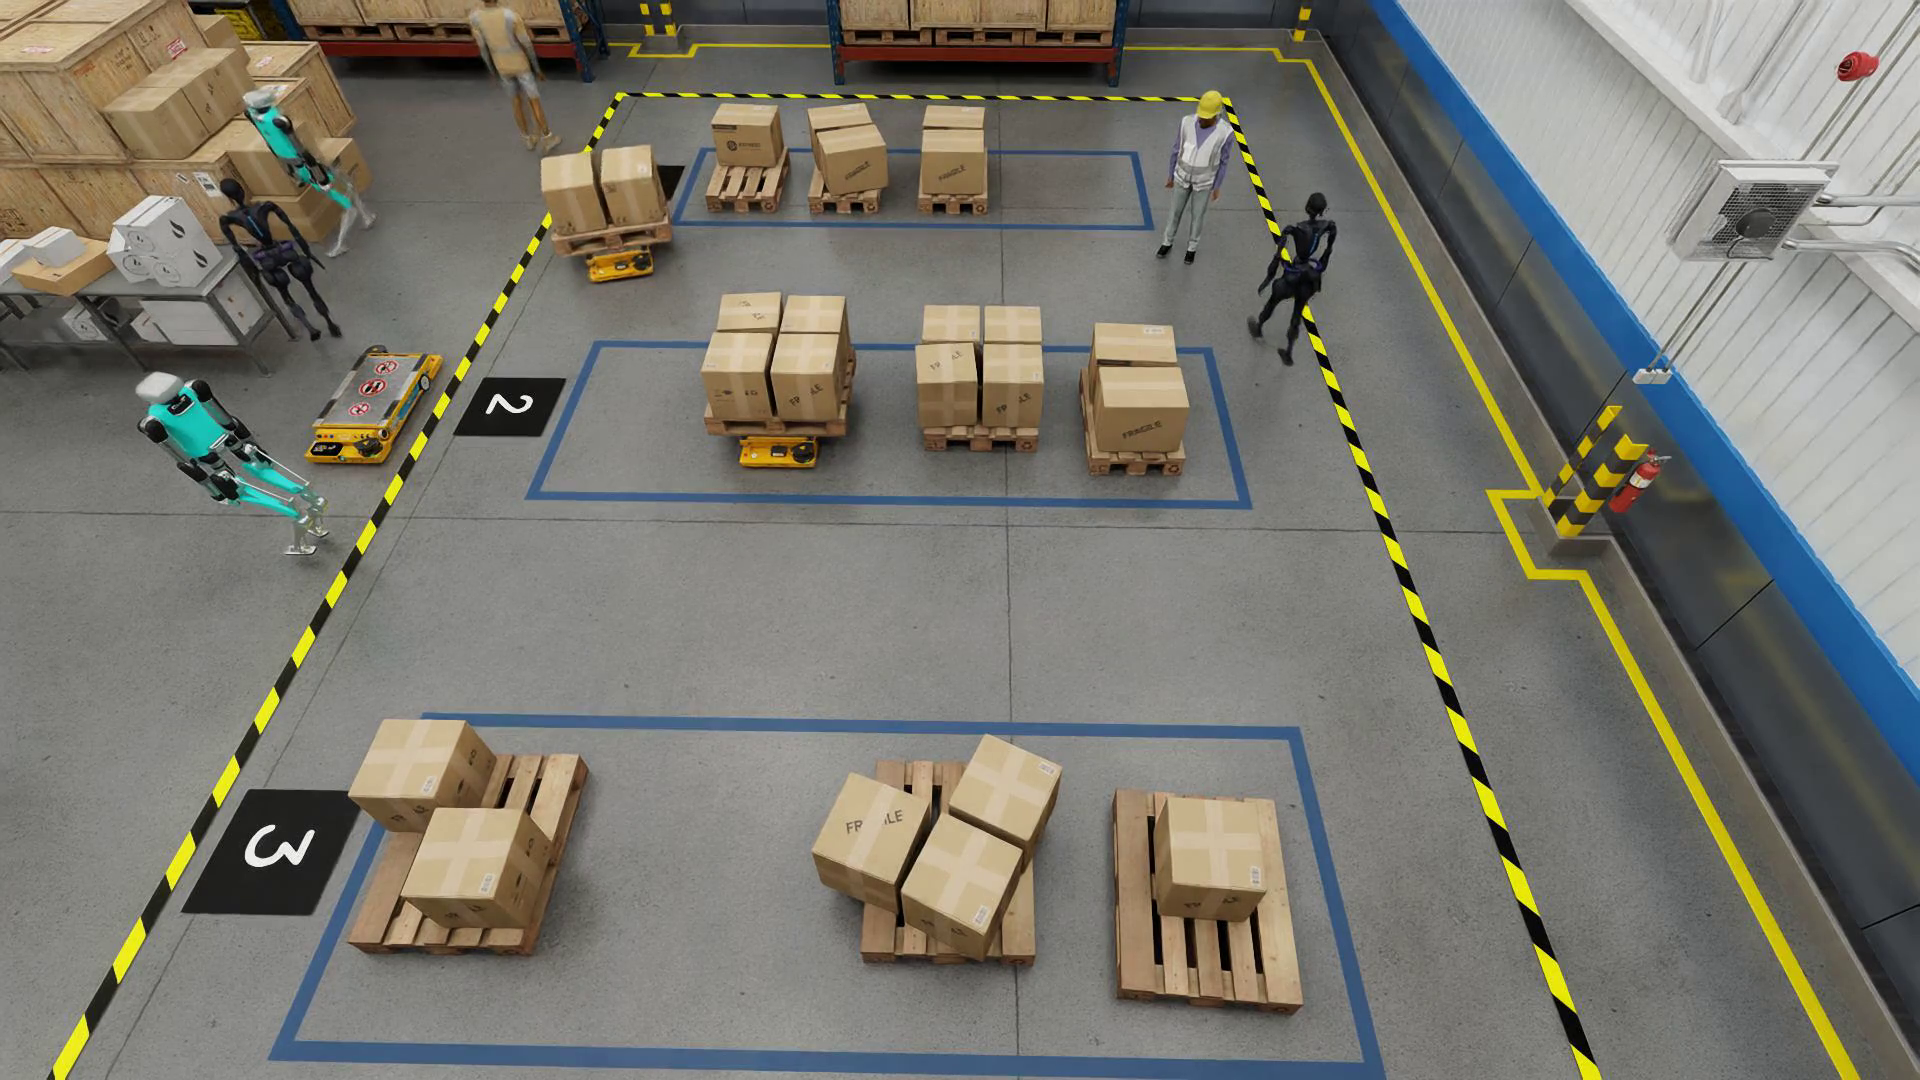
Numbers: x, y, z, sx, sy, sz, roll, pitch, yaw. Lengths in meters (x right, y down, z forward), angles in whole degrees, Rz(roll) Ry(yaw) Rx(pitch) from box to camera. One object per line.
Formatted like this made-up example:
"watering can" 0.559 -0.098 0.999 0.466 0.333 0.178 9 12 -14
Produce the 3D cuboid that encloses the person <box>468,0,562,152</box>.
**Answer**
"person" -5.397 -5.753 11.074 0.613 2.040 0.389 -2 50 -2

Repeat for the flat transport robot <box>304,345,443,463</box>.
"flat transport robot" -5.383 -1.269 8.441 0.659 0.231 1.431 1 50 1

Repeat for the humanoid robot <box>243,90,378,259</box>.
"humanoid robot" -6.818 -4.011 9.835 0.530 1.777 0.977 18 52 15

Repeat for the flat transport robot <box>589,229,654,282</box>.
"flat transport robot" -3.831 -3.392 10.219 0.652 0.197 1.431 -13 51 -11

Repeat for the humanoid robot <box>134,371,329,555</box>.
"humanoid robot" -5.176 -0.497 6.735 0.735 1.681 0.533 10 50 8

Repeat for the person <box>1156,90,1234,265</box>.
"person" 2.435 -3.748 9.520 0.587 1.822 0.403 20 53 16

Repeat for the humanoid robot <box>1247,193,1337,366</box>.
"humanoid robot" 3.118 -2.480 8.556 0.591 1.631 0.711 -6 50 -5

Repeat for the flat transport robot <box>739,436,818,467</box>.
"flat transport robot" -1.582 -1.235 8.394 0.652 0.197 1.431 1 50 1

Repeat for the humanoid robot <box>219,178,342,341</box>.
"humanoid robot" -6.388 -2.605 8.641 0.589 1.647 0.402 -32 57 -24
